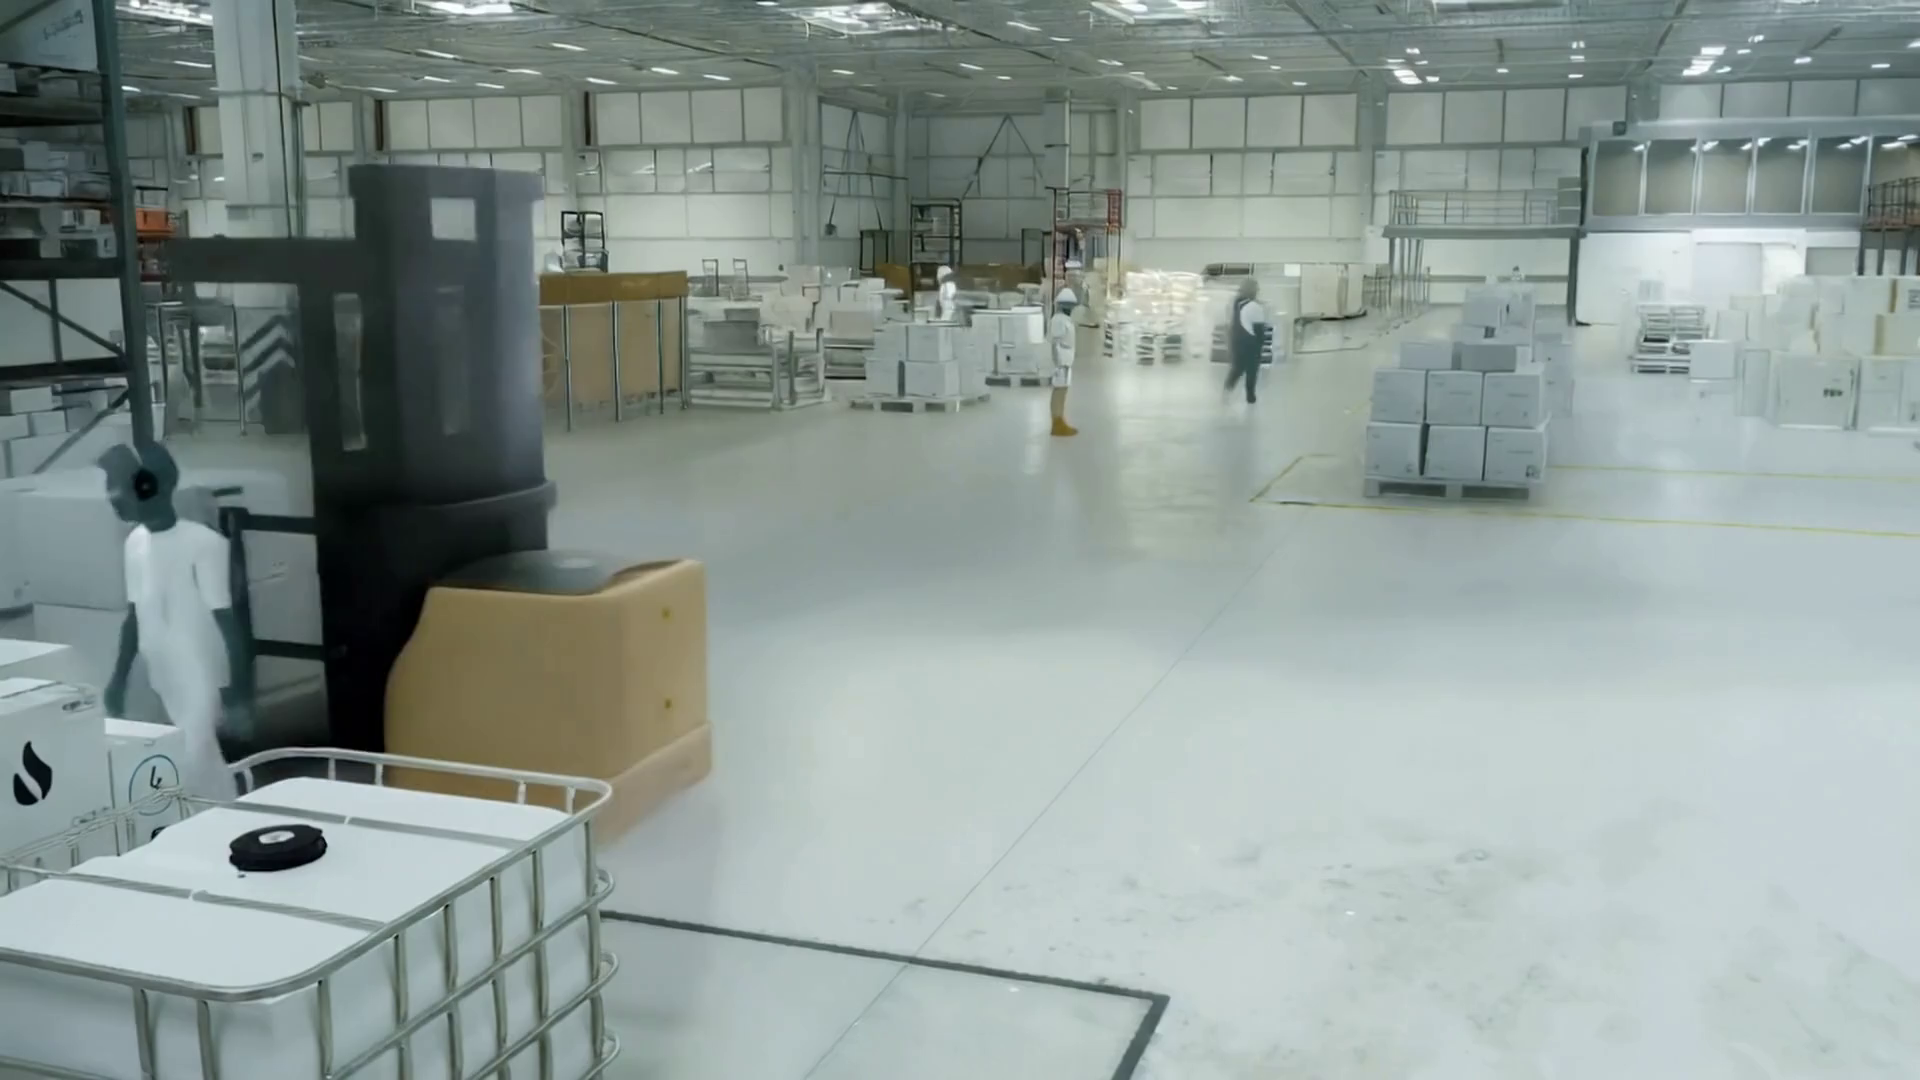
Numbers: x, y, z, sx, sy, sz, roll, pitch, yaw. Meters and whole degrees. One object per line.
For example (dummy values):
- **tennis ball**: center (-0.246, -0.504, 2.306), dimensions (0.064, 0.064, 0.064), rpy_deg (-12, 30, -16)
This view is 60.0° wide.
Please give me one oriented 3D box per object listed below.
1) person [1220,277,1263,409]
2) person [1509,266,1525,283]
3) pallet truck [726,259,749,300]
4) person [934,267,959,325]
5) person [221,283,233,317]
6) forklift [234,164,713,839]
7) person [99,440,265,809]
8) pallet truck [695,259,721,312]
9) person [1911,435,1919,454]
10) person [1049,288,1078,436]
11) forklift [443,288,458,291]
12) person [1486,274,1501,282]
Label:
- **person**: center (4.357, -3.009, 25.381), dimensions (0.615, 2.000, 0.700), rpy_deg (-8, 13, -39)
- **person**: center (16.642, -7.270, 49.822), dimensions (0.361, 1.883, 0.574), rpy_deg (-7, 12, -33)
- **pallet truck**: center (-7.986, -9.493, 62.019), dimensions (0.823, 1.965, 1.885), rpy_deg (3, 11, 17)
- **person**: center (-0.345, -5.261, 38.219), dimensions (1.041, 1.991, 0.623), rpy_deg (-5, 11, -27)
- **person**: center (-25.075, -8.512, 57.073), dimensions (0.911, 1.780, 0.609), rpy_deg (-8, 13, -37)
- **forklift**: center (-2.171, -0.226, 7.347), dimensions (1.873, 2.768, 1.129), rpy_deg (3, 11, 19)
- **person**: center (-2.812, 0.574, 5.812), dimensions (0.527, 1.819, 0.931), rpy_deg (7, 12, 34)
- **pallet truck**: center (-9.165, -9.627, 62.776), dimensions (0.823, 1.965, 1.885), rpy_deg (4, 11, 23)
- **person**: center (11.576, -1.840, 19.418), dimensions (0.533, 1.833, 0.977), rpy_deg (-3, 11, -18)
- **person**: center (1.374, -2.342, 21.915), dimensions (0.358, 1.938, 0.542), rpy_deg (4, 11, 23)
- **forklift**: center (-20.133, -10.254, 65.465), dimensions (1.157, 1.987, 2.680), rpy_deg (3, 11, 19)
- **person**: center (10.116, -4.058, 31.534), dimensions (0.620, 1.955, 0.910), rpy_deg (-6, 12, -31)
